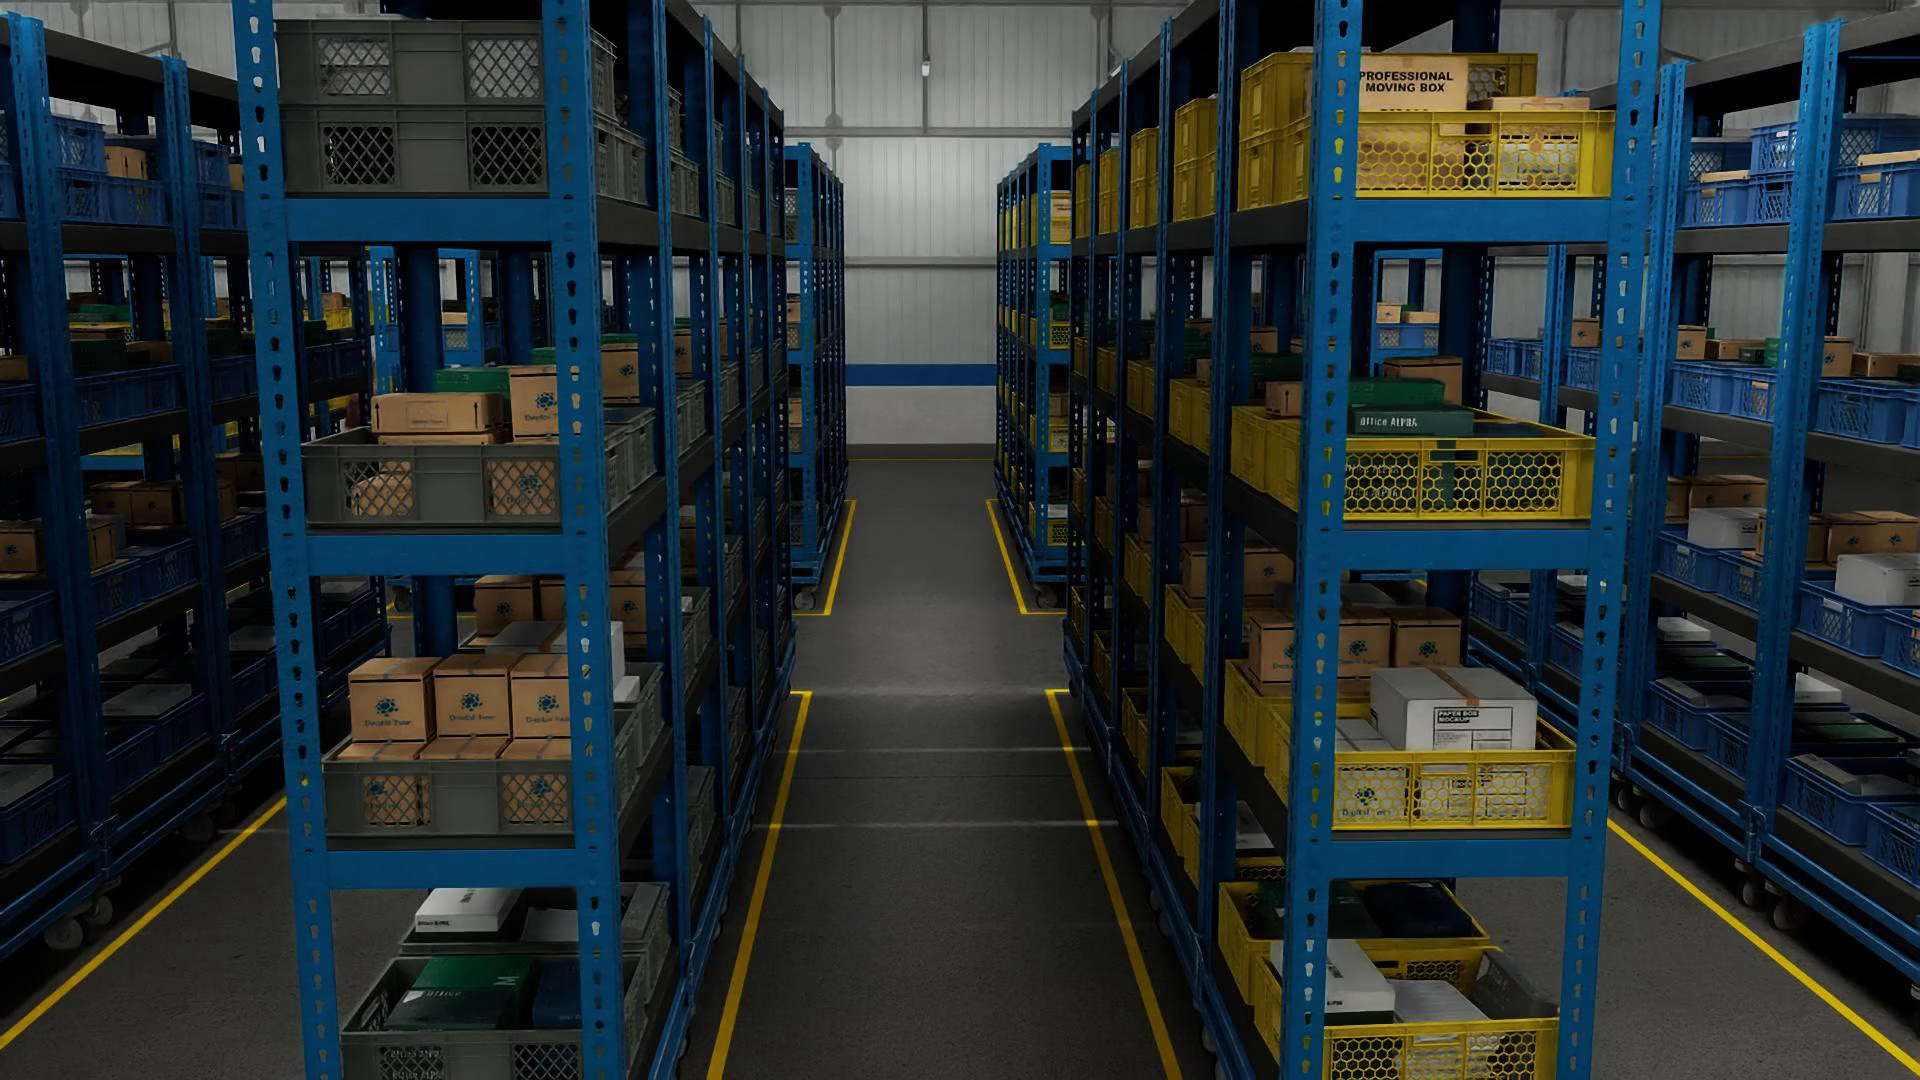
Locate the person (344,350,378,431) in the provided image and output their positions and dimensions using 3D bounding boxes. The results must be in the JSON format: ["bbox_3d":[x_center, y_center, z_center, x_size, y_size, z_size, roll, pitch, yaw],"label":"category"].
[{"bbox_3d":[-5.479,-0.798,15.252,0.434,1.981,0.630,-3,10,-16],"label":"person"}]
